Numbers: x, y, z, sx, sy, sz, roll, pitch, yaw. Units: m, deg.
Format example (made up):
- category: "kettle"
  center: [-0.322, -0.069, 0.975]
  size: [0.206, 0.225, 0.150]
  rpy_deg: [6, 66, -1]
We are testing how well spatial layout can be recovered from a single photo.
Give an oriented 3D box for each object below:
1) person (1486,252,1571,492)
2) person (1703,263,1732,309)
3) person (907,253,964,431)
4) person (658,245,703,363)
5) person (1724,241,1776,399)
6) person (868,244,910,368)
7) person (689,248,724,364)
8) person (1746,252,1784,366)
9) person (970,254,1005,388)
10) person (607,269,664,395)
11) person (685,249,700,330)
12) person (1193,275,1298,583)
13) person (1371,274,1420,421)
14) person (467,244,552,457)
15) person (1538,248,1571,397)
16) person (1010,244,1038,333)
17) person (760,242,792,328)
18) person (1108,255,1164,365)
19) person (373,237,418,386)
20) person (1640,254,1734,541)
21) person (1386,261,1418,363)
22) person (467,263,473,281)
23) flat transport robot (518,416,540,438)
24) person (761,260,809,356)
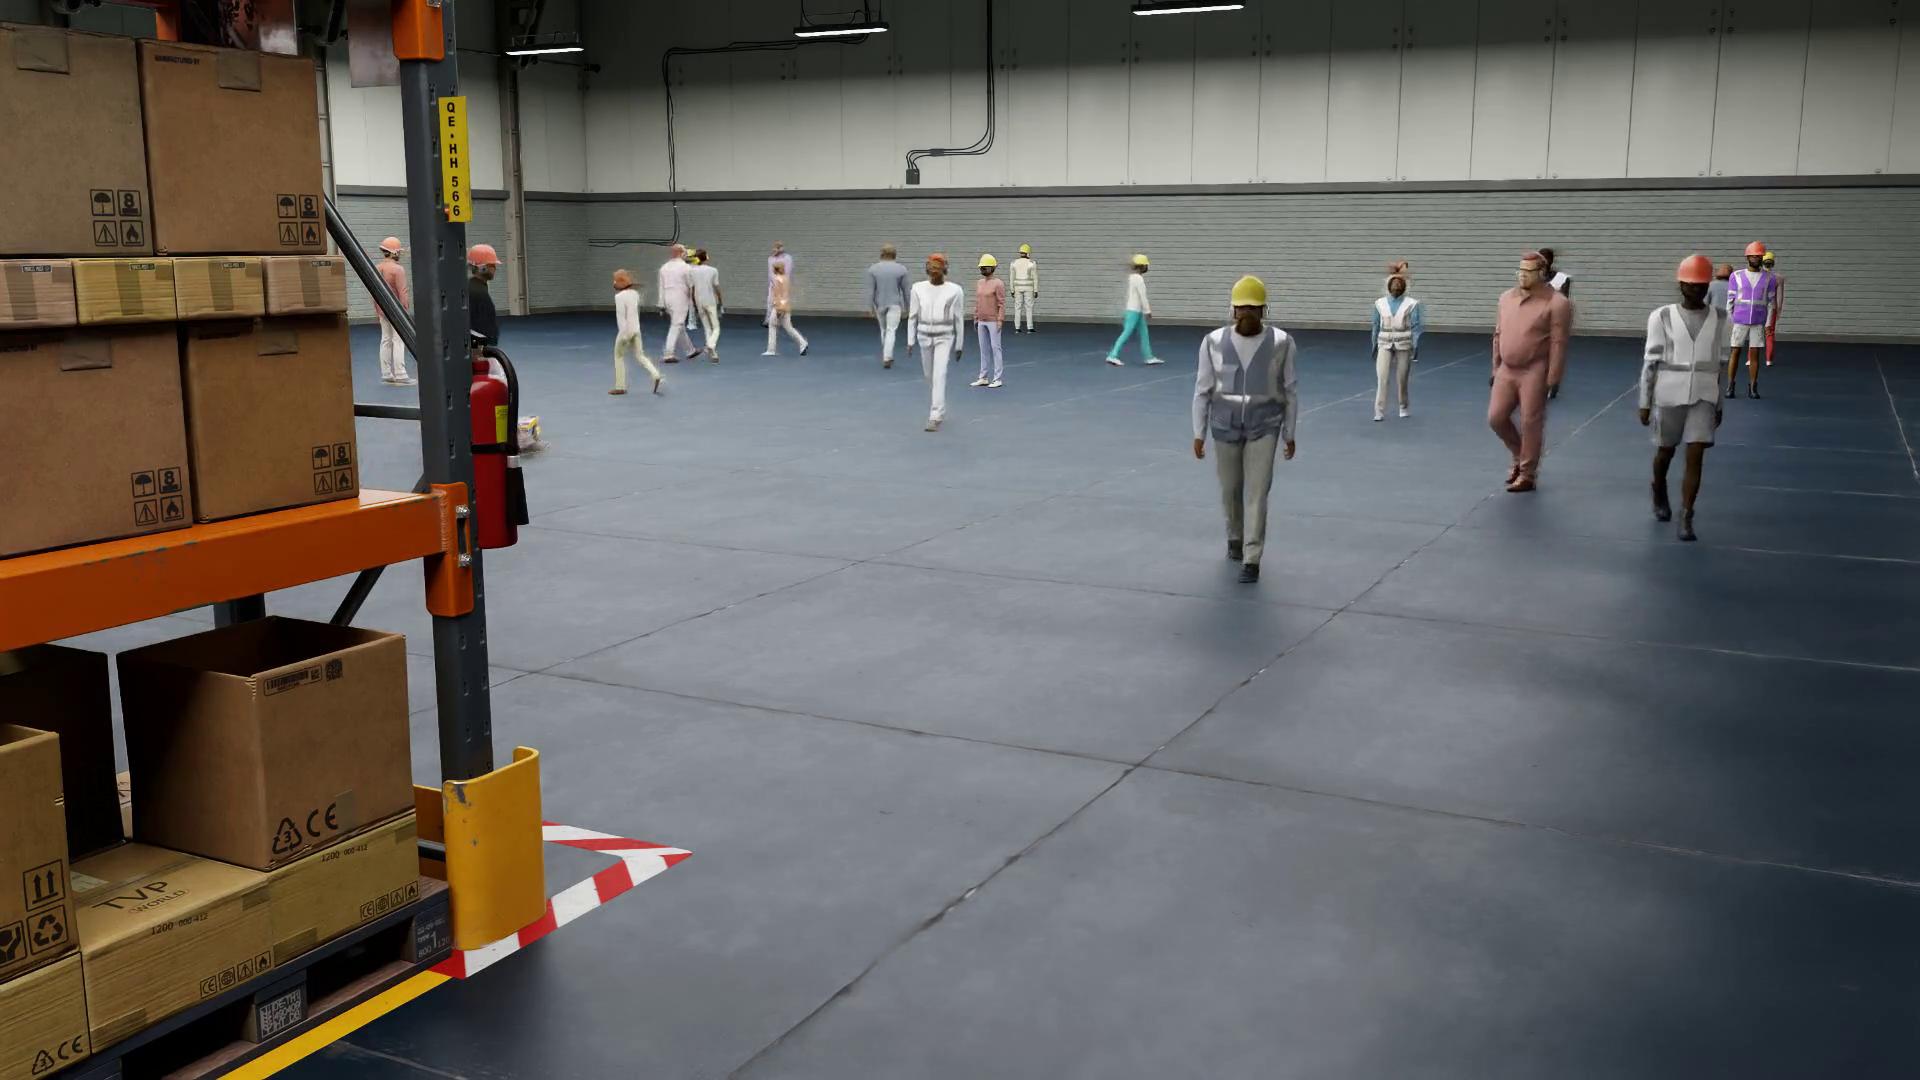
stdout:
- category: "person"
  center: [4.456, -1.319, 13.136]
  size: [0.419, 1.892, 0.672]
  rpy_deg: [-8, 13, -36]
- category: "person"
  center: [11.426, -3.346, 24.997]
  size: [0.503, 1.609, 0.704]
  rpy_deg: [4, 11, 21]
- category: "person"
  center: [-0.229, -2.098, 17.543]
  size: [0.572, 1.850, 0.970]
  rpy_deg: [3, 11, 17]
- category: "person"
  center: [-4.430, -3.785, 26.680]
  size: [0.651, 1.853, 1.016]
  rpy_deg: [8, 13, 39]
- category: "person"
  center: [9.810, -2.724, 20.668]
  size: [0.546, 1.942, 0.348]
  rpy_deg: [3, 11, 18]
- category: "person"
  center: [-1.101, -3.589, 25.540]
  size: [0.638, 1.901, 1.019]
  rpy_deg: [1, 10, 8]
- category: "person"
  center: [-4.015, -3.672, 26.163]
  size: [0.553, 1.833, 0.526]
  rpy_deg: [2, 11, 12]
- category: "person"
  center: [12.456, -3.573, 25.781]
  size: [0.532, 1.765, 0.330]
  rpy_deg: [3, 11, 16]
- category: "person"
  center: [0.377, -2.918, 22.207]
  size: [0.317, 1.769, 0.522]
  rpy_deg: [-10, 14, -42]
- category: "person"
  center: [-4.123, -2.617, 21.024]
  size: [0.762, 1.601, 0.520]
  rpy_deg: [5, 12, 26]
- category: "person"
  center: [-5.795, -5.322, 35.462]
  size: [0.498, 1.710, 0.825]
  rpy_deg: [4, 11, 20]
- category: "person"
  center: [1.719, -0.694, 10.025]
  size: [0.608, 1.797, 0.905]
  rpy_deg: [3, 11, 16]
- category: "person"
  center: [4.795, -2.123, 18.330]
  size: [0.532, 1.603, 0.779]
  rpy_deg: [4, 11, 23]
- category: "person"
  center: [-4.289, -1.686, 15.024]
  size: [1.018, 1.942, 0.615]
  rpy_deg: [-6, 12, -30]
- category: "person"
  center: [7.271, -2.681, 20.637]
  size: [0.586, 1.878, 1.001]
  rpy_deg: [7, 13, 35]
- category: "person"
  center: [1.336, -5.190, 34.409]
  size: [0.601, 1.831, 0.404]
  rpy_deg: [4, 11, 19]
- category: "person"
  center: [-3.996, -5.544, 36.266]
  size: [0.644, 1.868, 0.927]
  rpy_deg: [5, 11, 24]
- category: "person"
  center: [2.730, -3.572, 25.905]
  size: [0.897, 1.723, 0.529]
  rpy_deg: [0, 10, 0]
- category: "person"
  center: [-7.641, -3.078, 22.453]
  size: [0.623, 1.991, 0.397]
  rpy_deg: [7, 12, 33]
- category: "person"
  center: [4.917, -0.987, 11.313]
  size: [0.552, 1.908, 0.867]
  rpy_deg: [3, 11, 15]
- category: "person"
  center: [6.978, -3.593, 26.267]
  size: [0.542, 1.610, 0.713]
  rpy_deg: [-7, 12, -32]
- category: "person"
  center: [-10.144, -5.146, 34.847]
  size: [0.509, 1.583, 0.877]
  rpy_deg: [-5, 11, -23]
- category: "flat transport robot"
  center: [-4.462, -1.042, 16.053]
  size: [0.652, 0.197, 1.431]
  rpy_deg: [-2, 10, -8]
- category: "person"
  center: [-2.952, -3.895, 27.975]
  size: [0.750, 1.614, 0.526]
  rpy_deg: [3, 11, 14]
